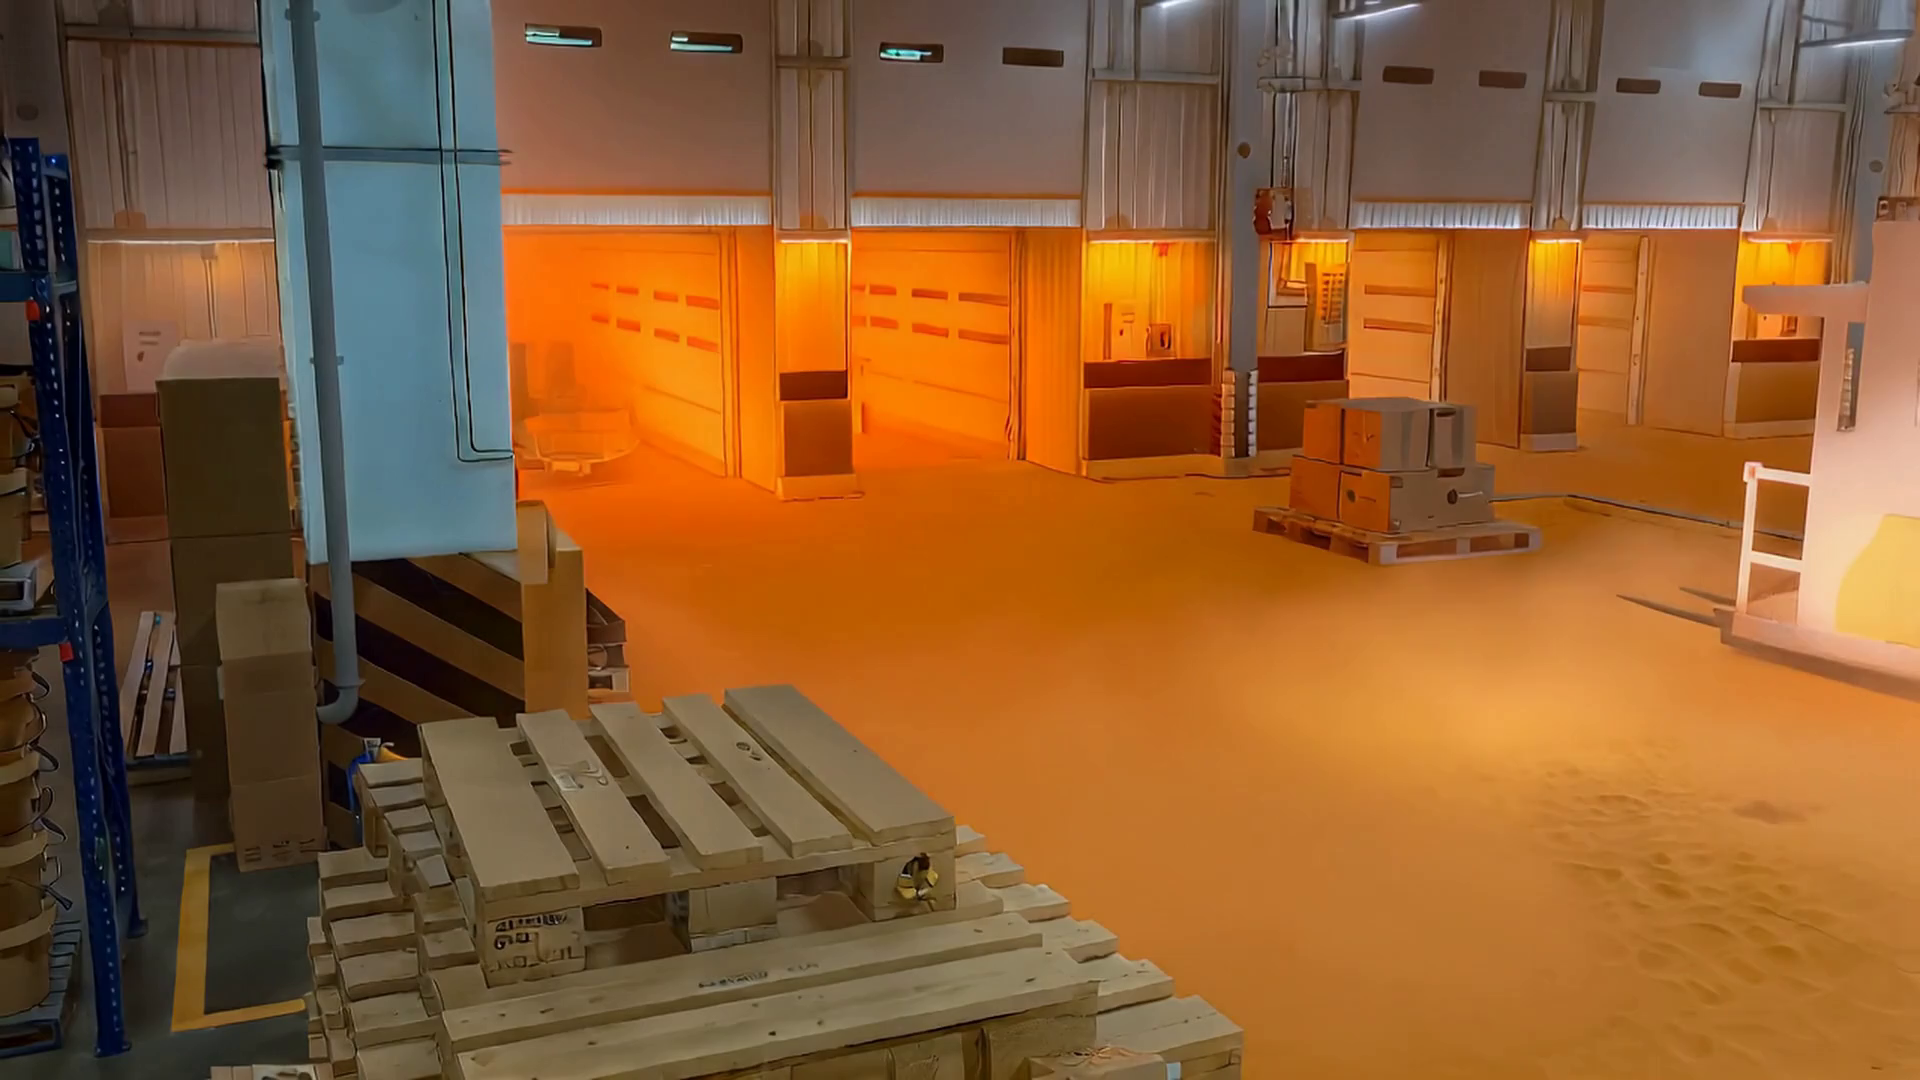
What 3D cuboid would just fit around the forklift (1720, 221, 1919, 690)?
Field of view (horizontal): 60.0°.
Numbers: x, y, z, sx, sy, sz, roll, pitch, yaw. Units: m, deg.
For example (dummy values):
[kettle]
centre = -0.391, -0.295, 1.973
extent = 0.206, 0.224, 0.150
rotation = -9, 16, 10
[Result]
[forklift]
centre = 5.949, -0.550, 10.218
extent = 1.129, 2.768, 1.873
rotation = -4, 11, -23
